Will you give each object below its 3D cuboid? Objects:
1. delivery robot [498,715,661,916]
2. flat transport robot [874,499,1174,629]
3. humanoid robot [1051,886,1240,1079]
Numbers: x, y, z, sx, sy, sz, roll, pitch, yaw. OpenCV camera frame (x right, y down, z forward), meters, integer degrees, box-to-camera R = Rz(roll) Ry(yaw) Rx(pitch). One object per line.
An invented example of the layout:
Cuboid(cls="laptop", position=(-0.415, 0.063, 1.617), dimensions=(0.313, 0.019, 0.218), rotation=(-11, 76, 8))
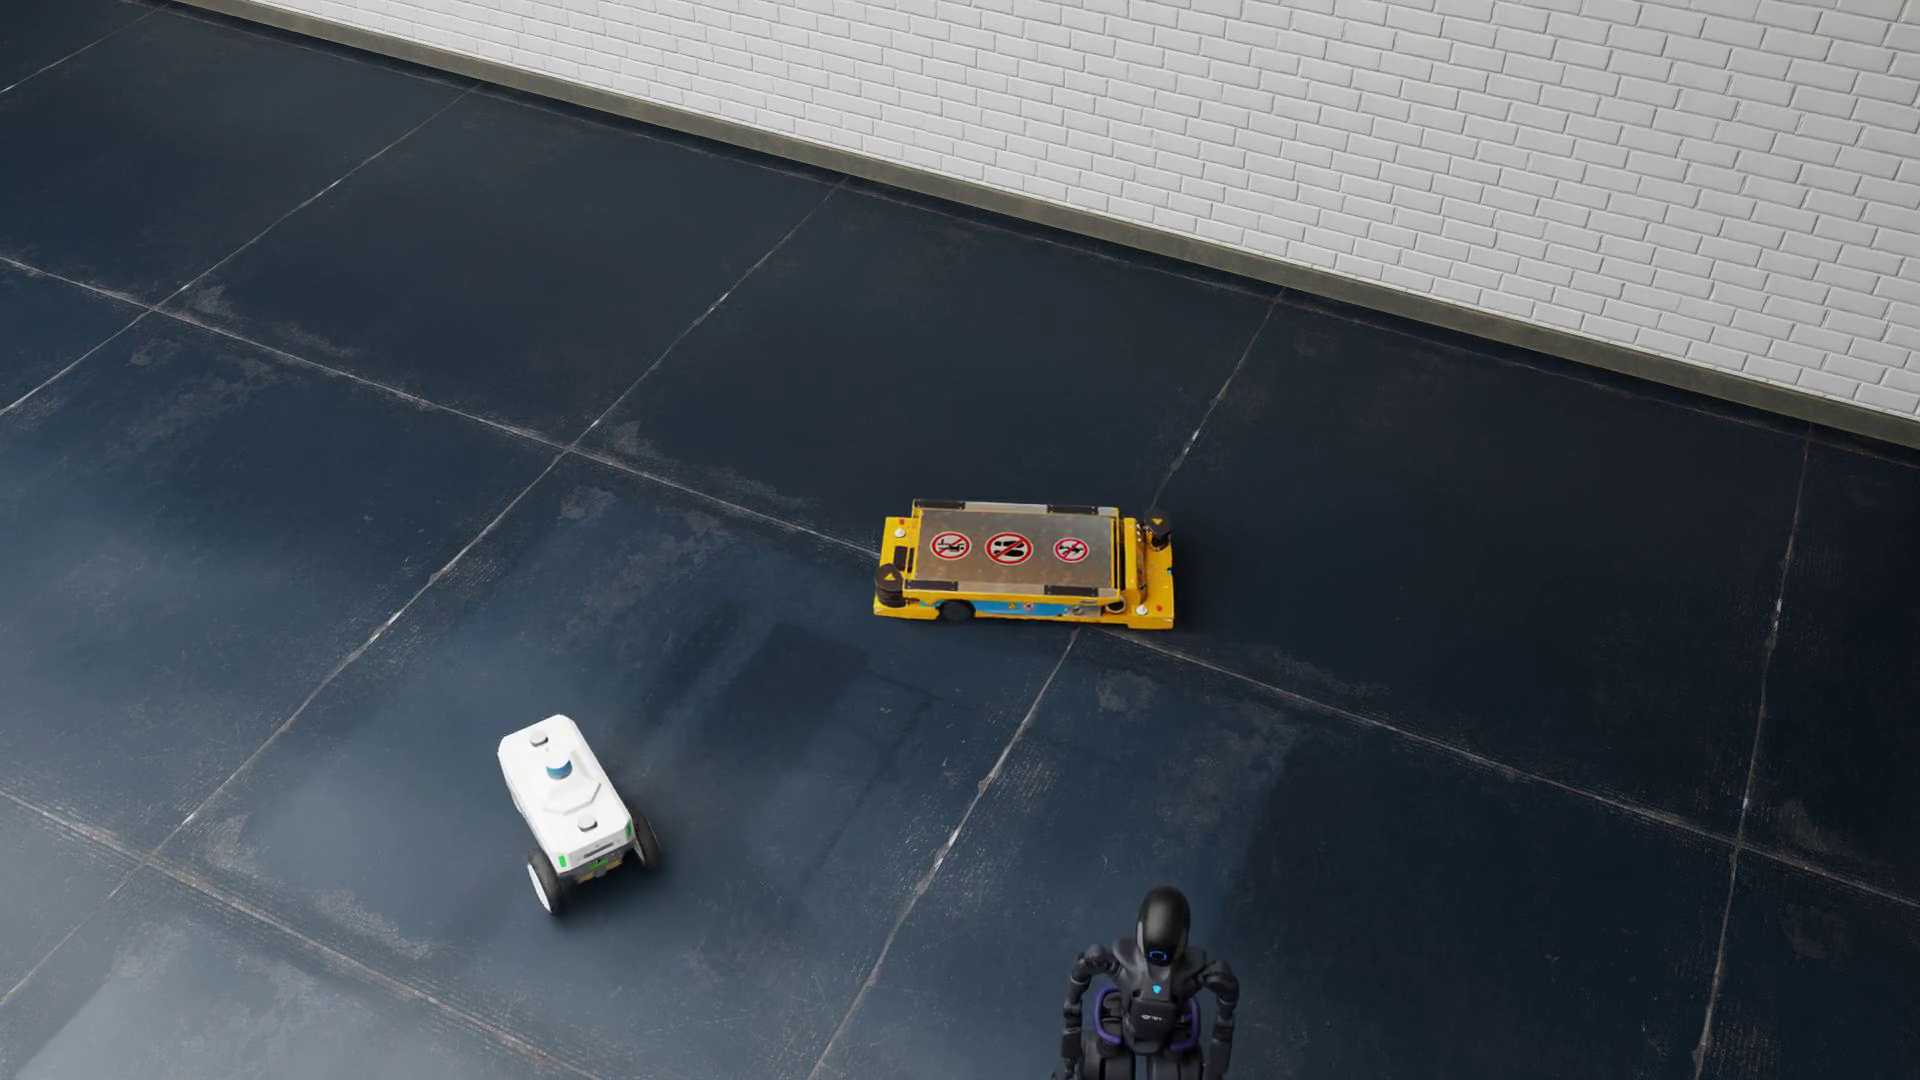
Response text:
Cuboid(cls="delivery robot", position=(-1.607, 1.107, 6.859), dimensions=(0.499, 0.606, 0.807), rotation=(-23, 48, -23))
Cuboid(cls="flat transport robot", position=(0.320, 0.118, 8.128), dimensions=(1.431, 0.231, 0.659), rotation=(2, 43, 3))
Cuboid(cls="humanoid robot", position=(0.592, 1.683, 5.397), dimensions=(0.589, 1.648, 0.345), rotation=(4, 43, 4))
